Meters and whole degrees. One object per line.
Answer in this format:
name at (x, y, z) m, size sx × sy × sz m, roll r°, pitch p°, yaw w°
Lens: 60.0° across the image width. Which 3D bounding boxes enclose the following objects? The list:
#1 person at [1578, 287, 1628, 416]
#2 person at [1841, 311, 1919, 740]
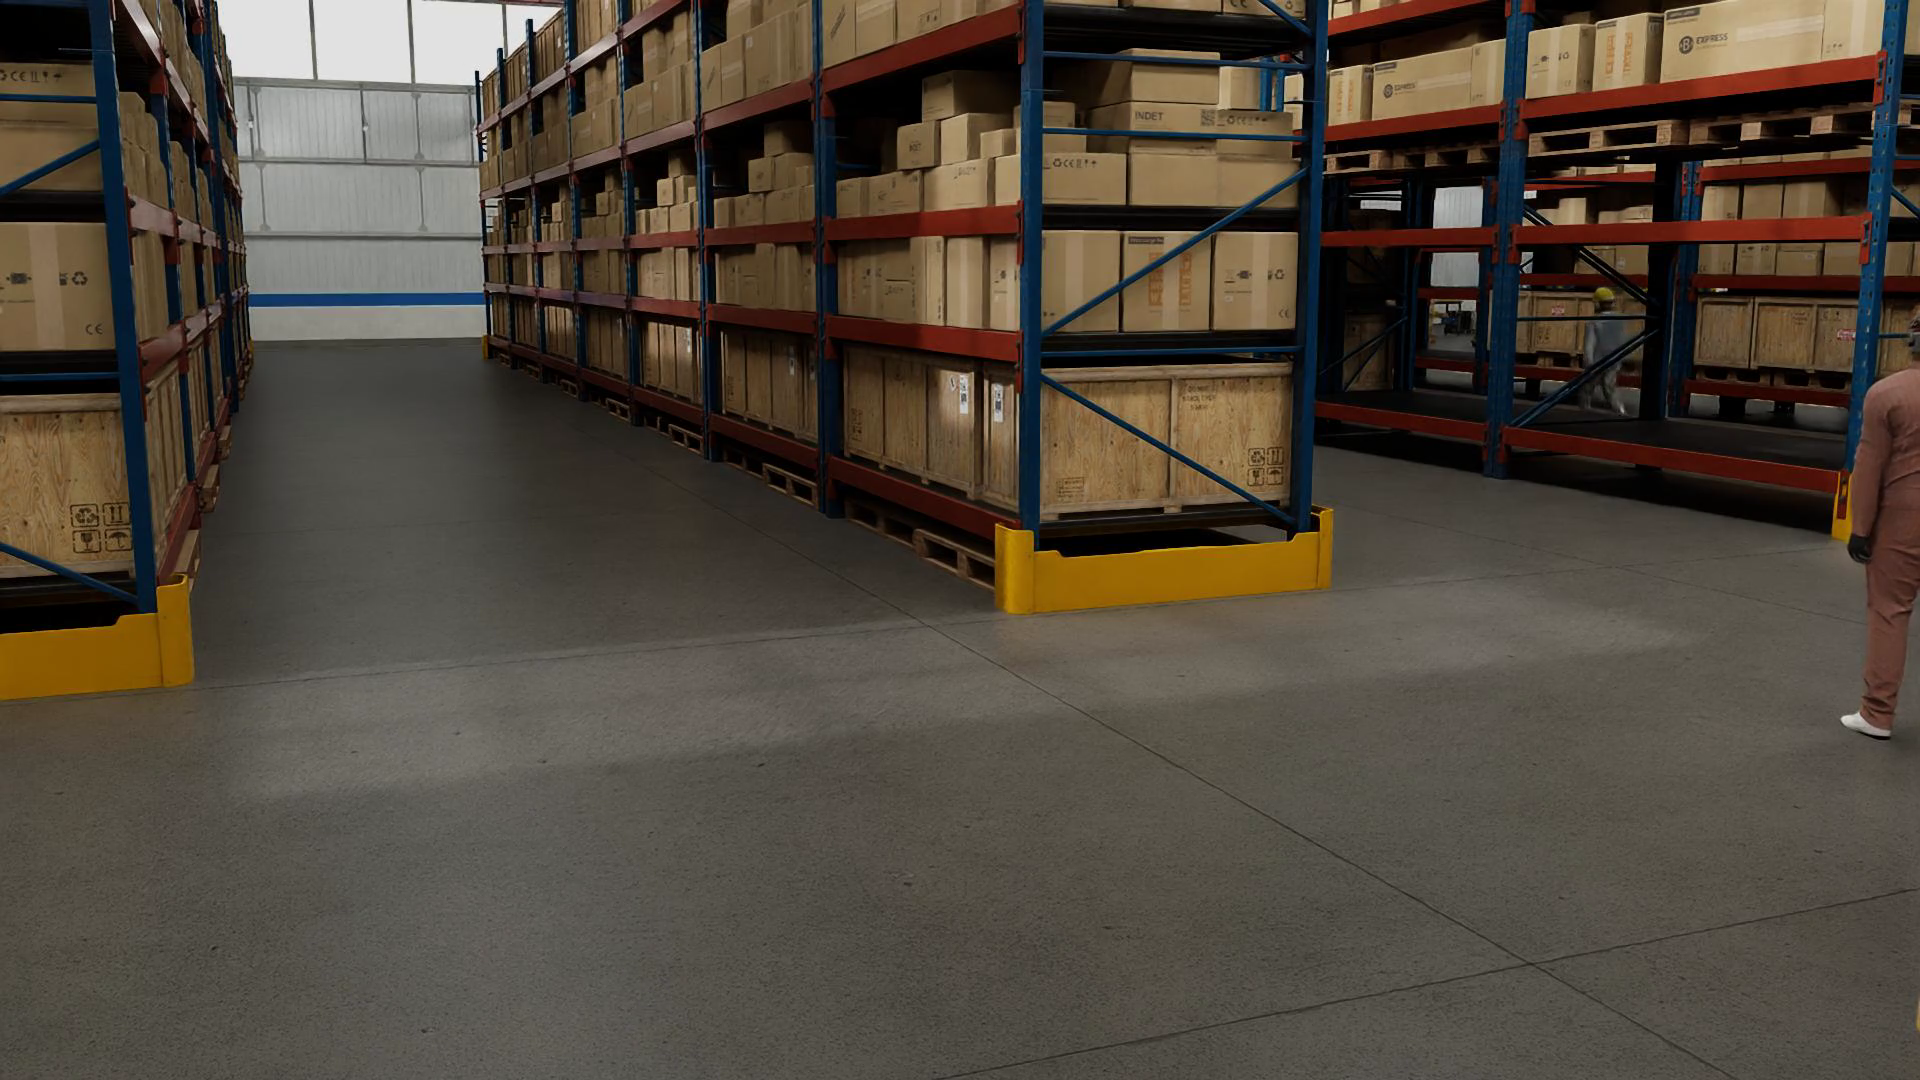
person at (7.511, -2.045, 19.364) m, size 0.601 × 1.798 × 0.872 m, roll -3°, pitch 10°, yaw -19°
person at (4.195, -0.072, 7.248) m, size 0.642 × 1.899 × 0.397 m, roll 0°, pitch 9°, yaw 2°
